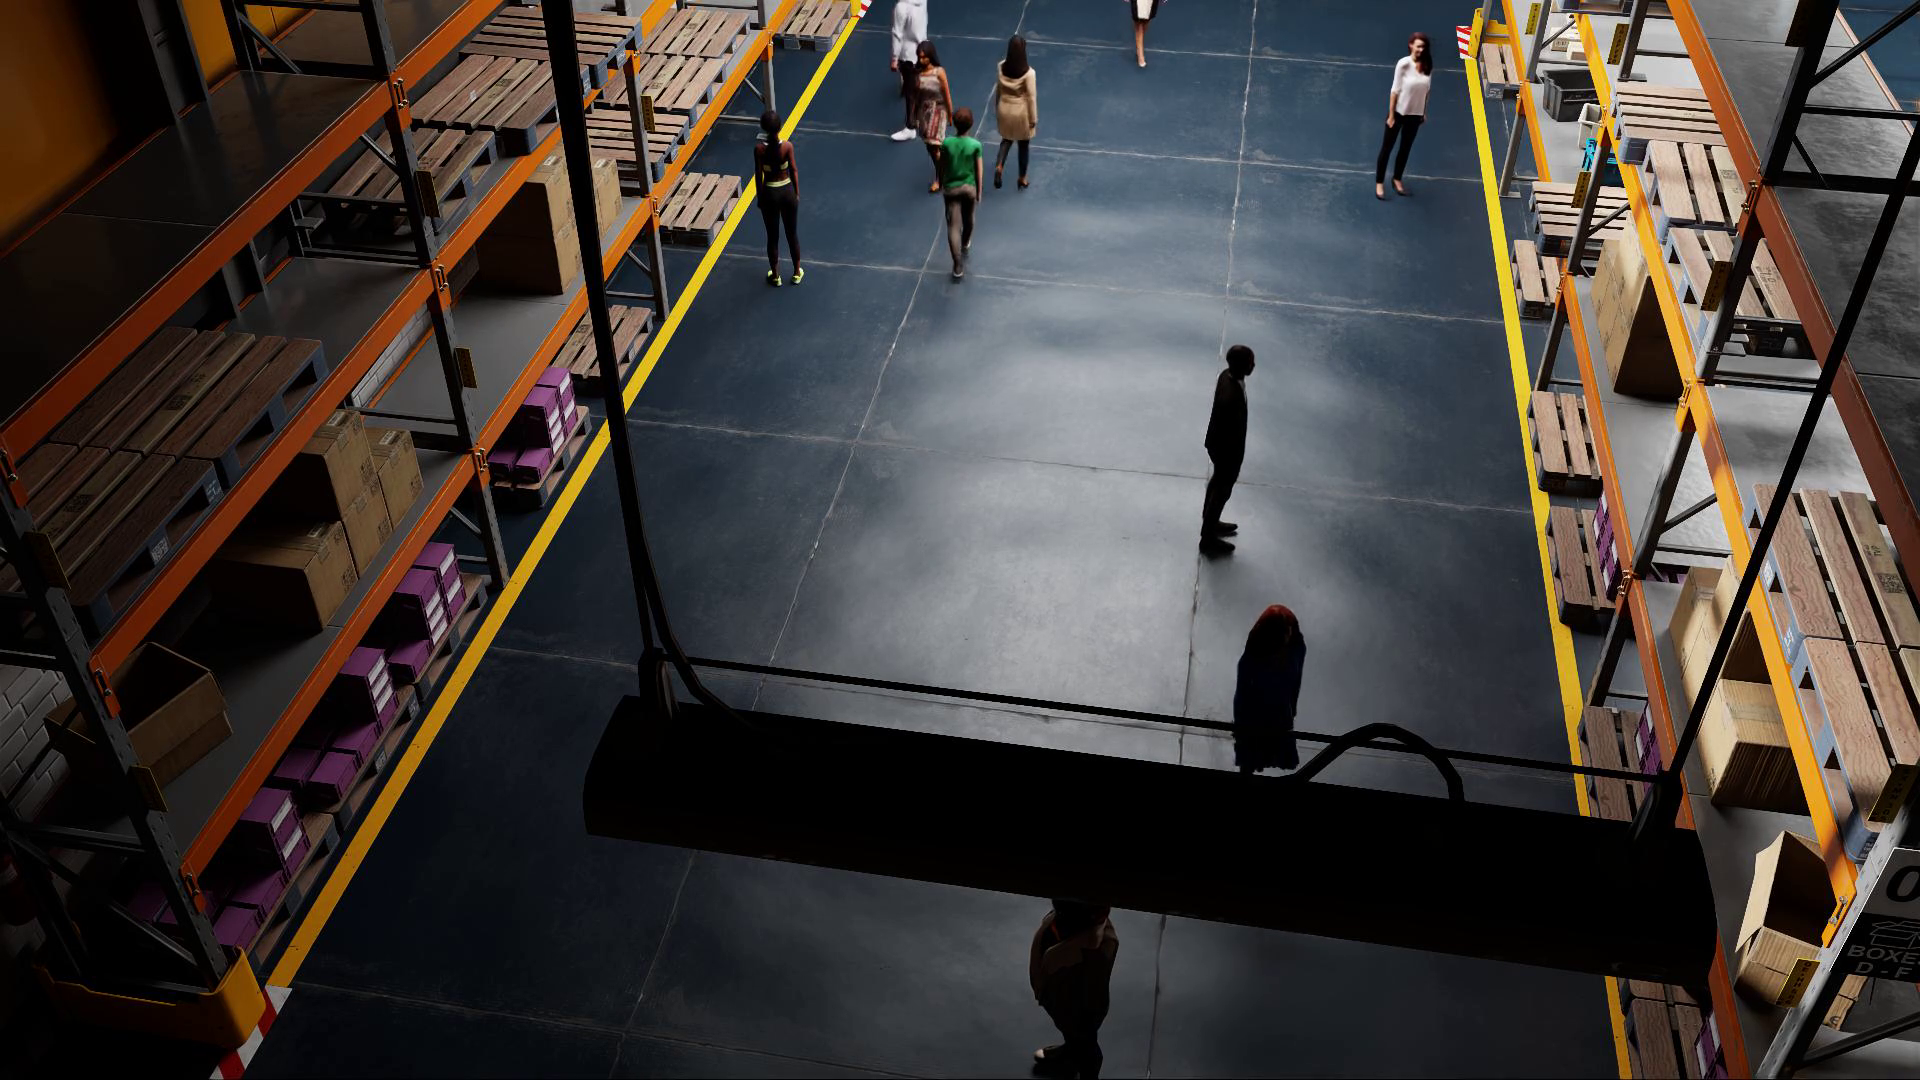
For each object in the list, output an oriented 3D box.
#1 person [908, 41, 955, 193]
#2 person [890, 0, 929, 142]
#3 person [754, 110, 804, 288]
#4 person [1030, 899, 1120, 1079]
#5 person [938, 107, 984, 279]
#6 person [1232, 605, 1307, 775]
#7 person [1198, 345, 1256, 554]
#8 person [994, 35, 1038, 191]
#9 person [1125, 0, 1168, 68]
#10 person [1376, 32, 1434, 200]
[{"bbox_3d":[-0.239,-4.526,17.570,0.763,1.620,0.793,21,43,25],"label":"person"},{"bbox_3d":[-0.493,-5.438,18.466,0.928,1.927,0.626,8,39,10],"label":"person"},{"bbox_3d":[-1.730,-3.245,15.859,0.628,1.756,0.621,-7,39,-9],"label":"person"},{"bbox_3d":[0.640,2.305,8.799,0.852,1.893,0.747,-9,39,-11],"label":"person"},{"bbox_3d":[-0.004,-3.330,16.081,0.750,1.610,1.154,-2,39,-2],"label":"person"},{"bbox_3d":[1.874,1.047,10.434,0.792,1.817,0.868,-12,40,-14],"label":"person"},{"bbox_3d":[2.012,-0.698,12.633,0.739,1.800,0.546,2,39,3],"label":"person"},{"bbox_3d":[0.525,-4.414,17.395,0.840,1.665,0.942,23,44,26],"label":"person"},{"bbox_3d":[2.232,-6.688,20.187,0.838,1.733,1.009,-6,39,-8],"label":"person"},{"bbox_3d":[4.623,-4.418,17.296,0.688,1.794,0.684,-12,40,-15],"label":"person"}]
